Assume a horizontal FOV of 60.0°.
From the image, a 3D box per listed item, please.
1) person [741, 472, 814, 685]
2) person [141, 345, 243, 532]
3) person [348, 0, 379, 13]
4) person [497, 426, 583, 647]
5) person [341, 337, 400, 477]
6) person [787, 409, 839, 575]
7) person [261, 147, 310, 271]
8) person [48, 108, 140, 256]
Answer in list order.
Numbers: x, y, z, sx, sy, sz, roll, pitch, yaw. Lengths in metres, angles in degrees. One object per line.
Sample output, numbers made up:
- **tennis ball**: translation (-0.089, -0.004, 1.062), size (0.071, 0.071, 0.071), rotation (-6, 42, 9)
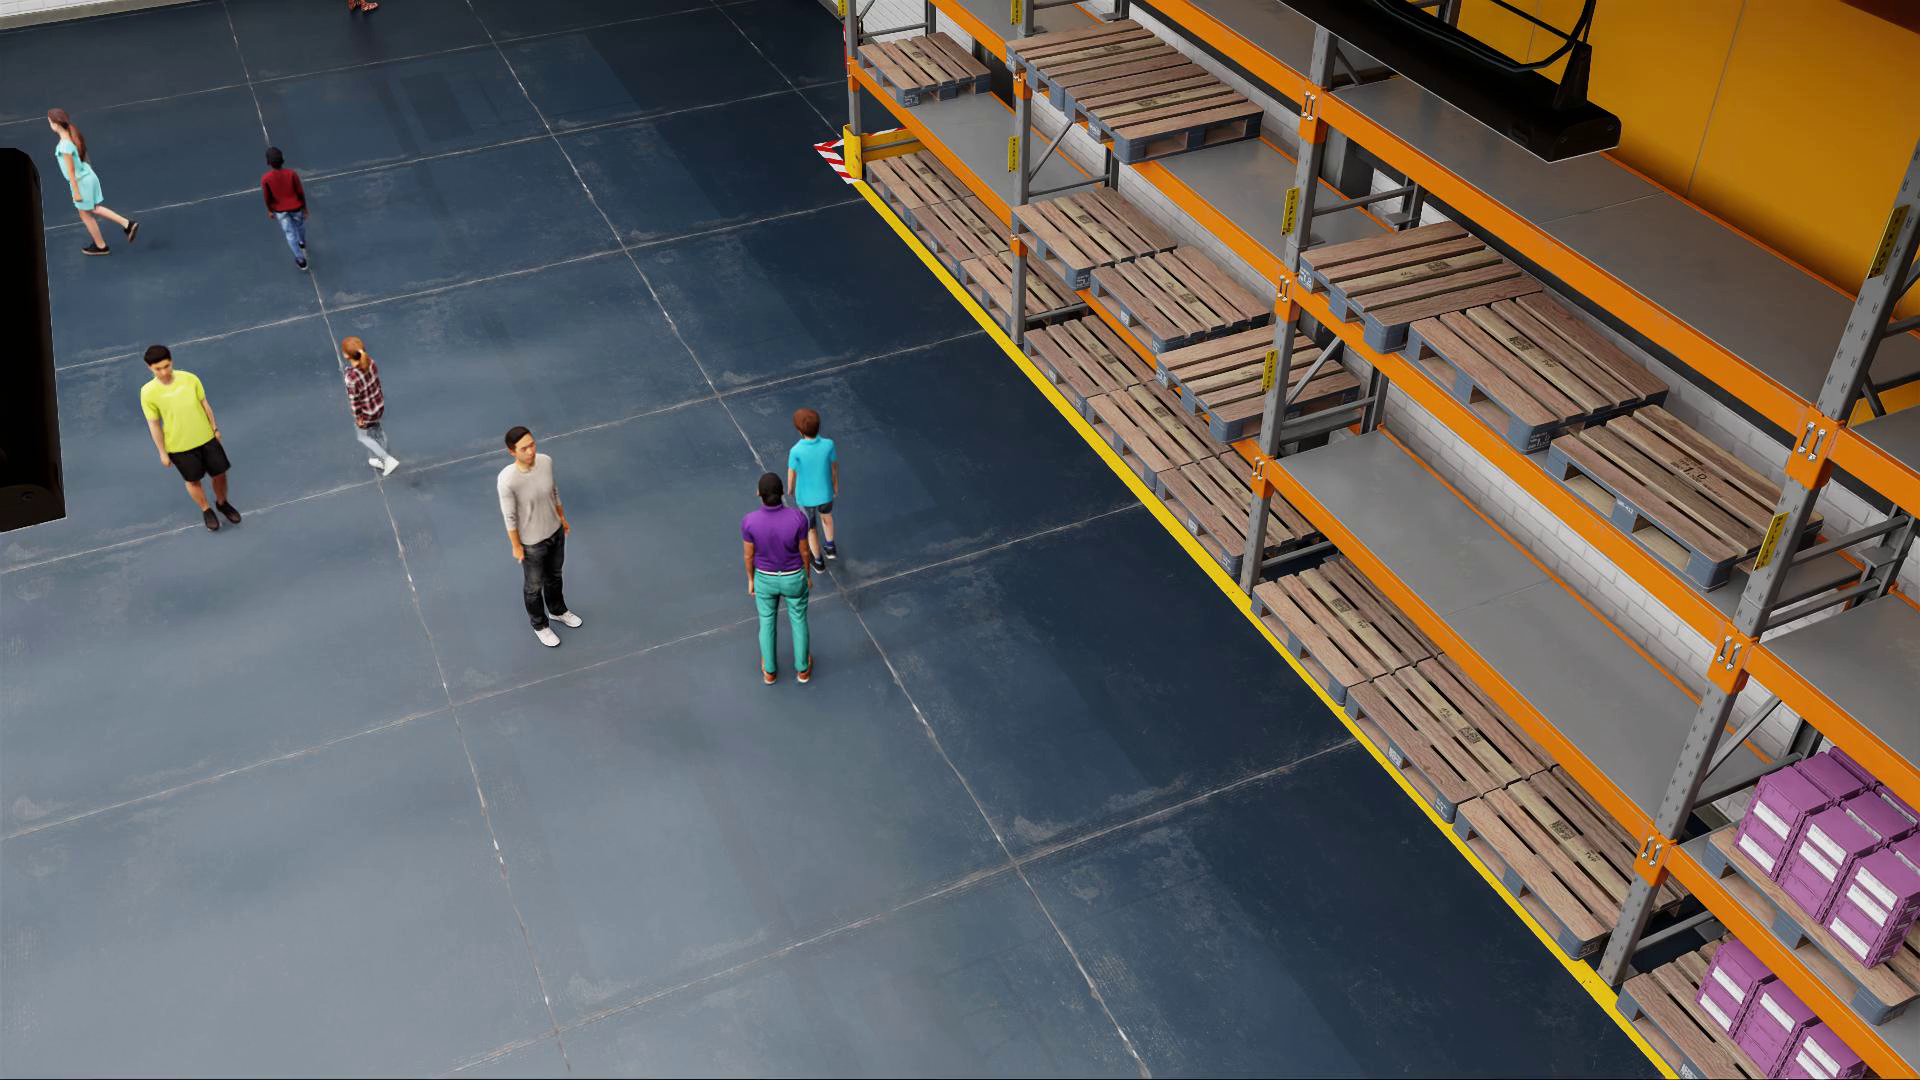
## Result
- **person**: translation (-1.252, 0.272, 11.603), size (0.686, 1.768, 0.676), rotation (-1, 39, -1)
- **person**: translation (-6.080, -0.833, 13.047), size (0.707, 1.694, 0.694), rotation (-27, 46, -29)
- **person**: translation (-8.025, -7.784, 21.730), size (0.640, 1.719, 0.721), rotation (16, 41, 20)
- **person**: translation (-3.055, -0.059, 11.983), size (0.734, 1.812, 0.738), rotation (23, 44, 26)
- **person**: translation (-4.821, -1.084, 13.677), size (0.753, 1.299, 0.688), rotation (17, 42, 20)
- **person**: translation (-1.082, -0.336, 12.630), size (0.517, 1.437, 0.512), rotation (-16, 41, -20)
- **person**: translation (-6.644, -3.261, 16.466), size (0.551, 1.221, 0.854), rotation (-20, 43, -23)
- **person**: translation (-8.669, -3.560, 16.579), size (0.758, 1.547, 0.830), rotation (-5, 39, -6)
